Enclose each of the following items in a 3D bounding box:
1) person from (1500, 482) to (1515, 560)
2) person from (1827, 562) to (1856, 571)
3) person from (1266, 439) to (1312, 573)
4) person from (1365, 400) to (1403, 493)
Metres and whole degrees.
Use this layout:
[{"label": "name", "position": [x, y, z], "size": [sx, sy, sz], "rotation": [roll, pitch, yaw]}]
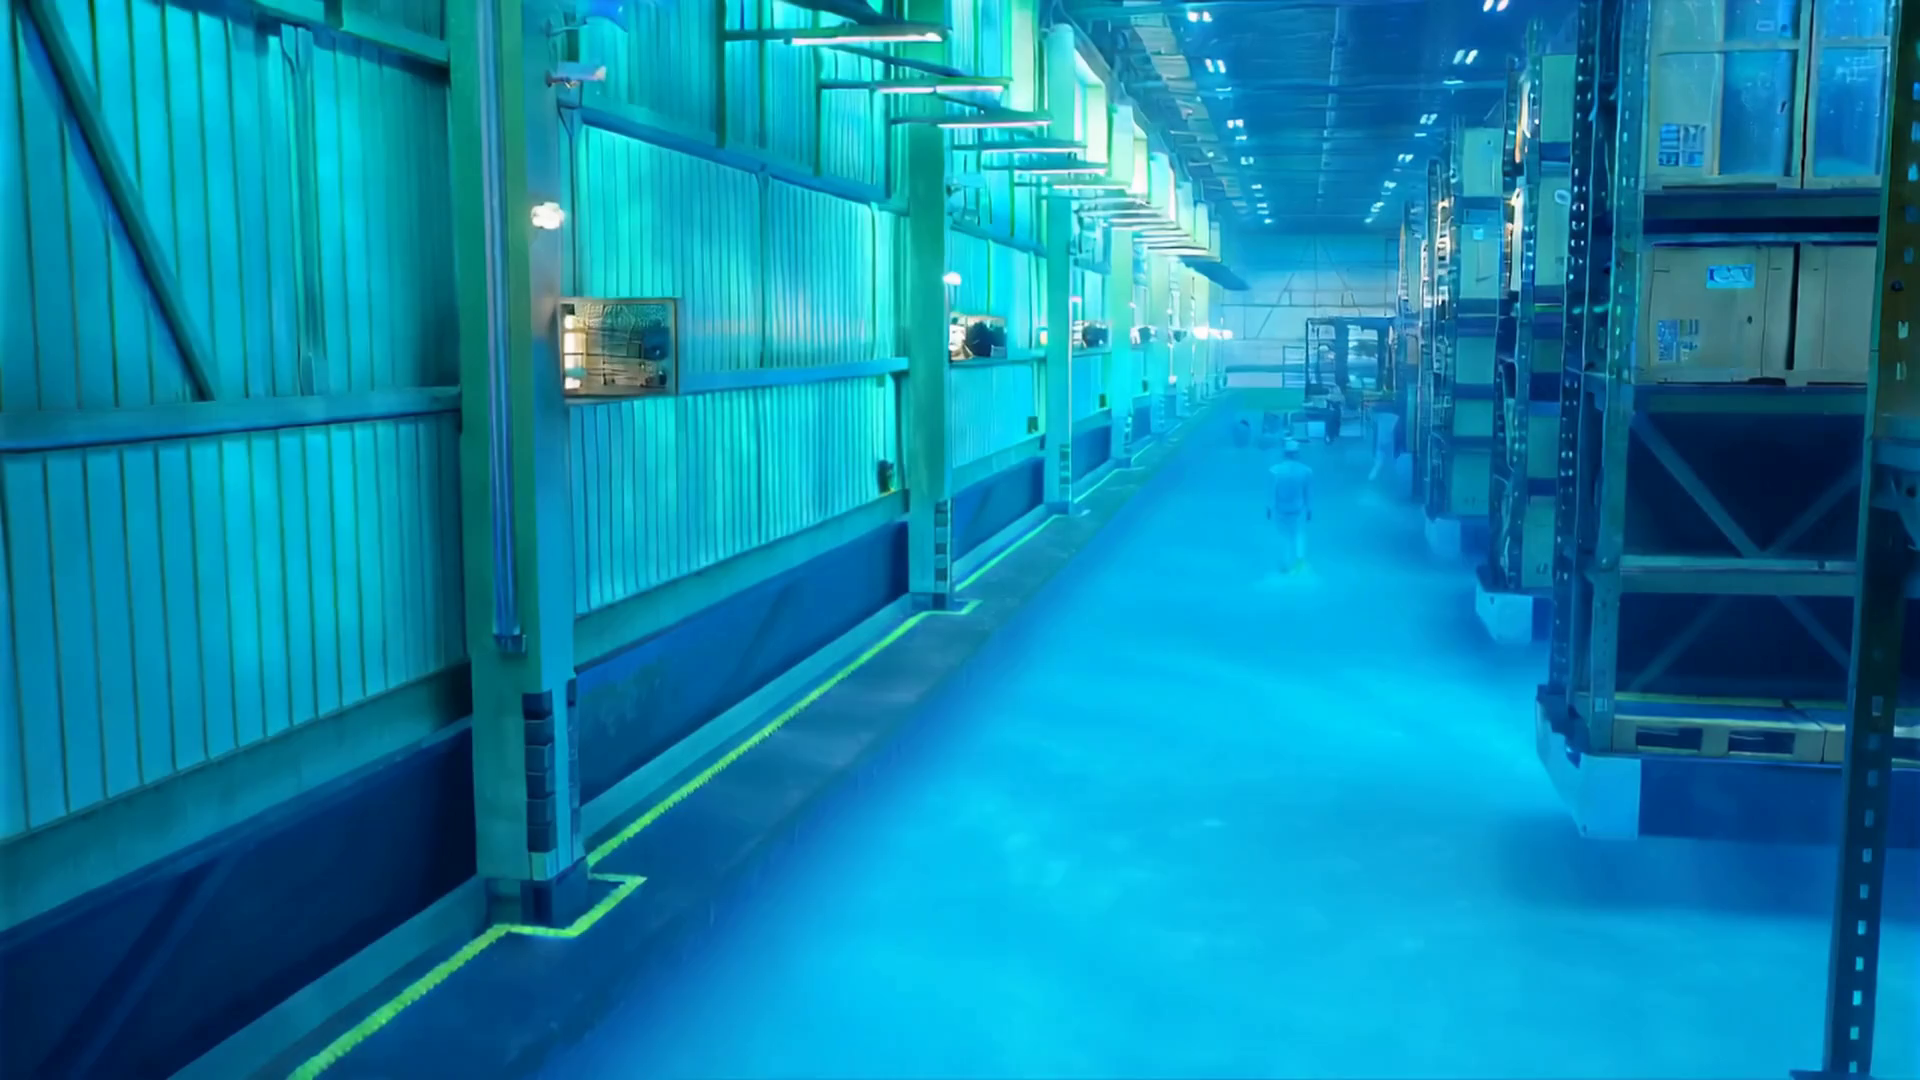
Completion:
[{"label": "person", "position": [7.322, -0.534, 21.494], "size": [0.423, 1.924, 0.541], "rotation": [6, 9, 40]}, {"label": "person", "position": [7.786, 0.394, 14.819], "size": [0.895, 1.711, 0.543], "rotation": [2, 7, 16]}, {"label": "person", "position": [4.227, -0.432, 21.401], "size": [0.566, 1.736, 0.385], "rotation": [0, 7, 3]}, {"label": "person", "position": [8.163, -1.773, 31.872], "size": [0.773, 1.809, 0.641], "rotation": [-5, 9, -35]}]
